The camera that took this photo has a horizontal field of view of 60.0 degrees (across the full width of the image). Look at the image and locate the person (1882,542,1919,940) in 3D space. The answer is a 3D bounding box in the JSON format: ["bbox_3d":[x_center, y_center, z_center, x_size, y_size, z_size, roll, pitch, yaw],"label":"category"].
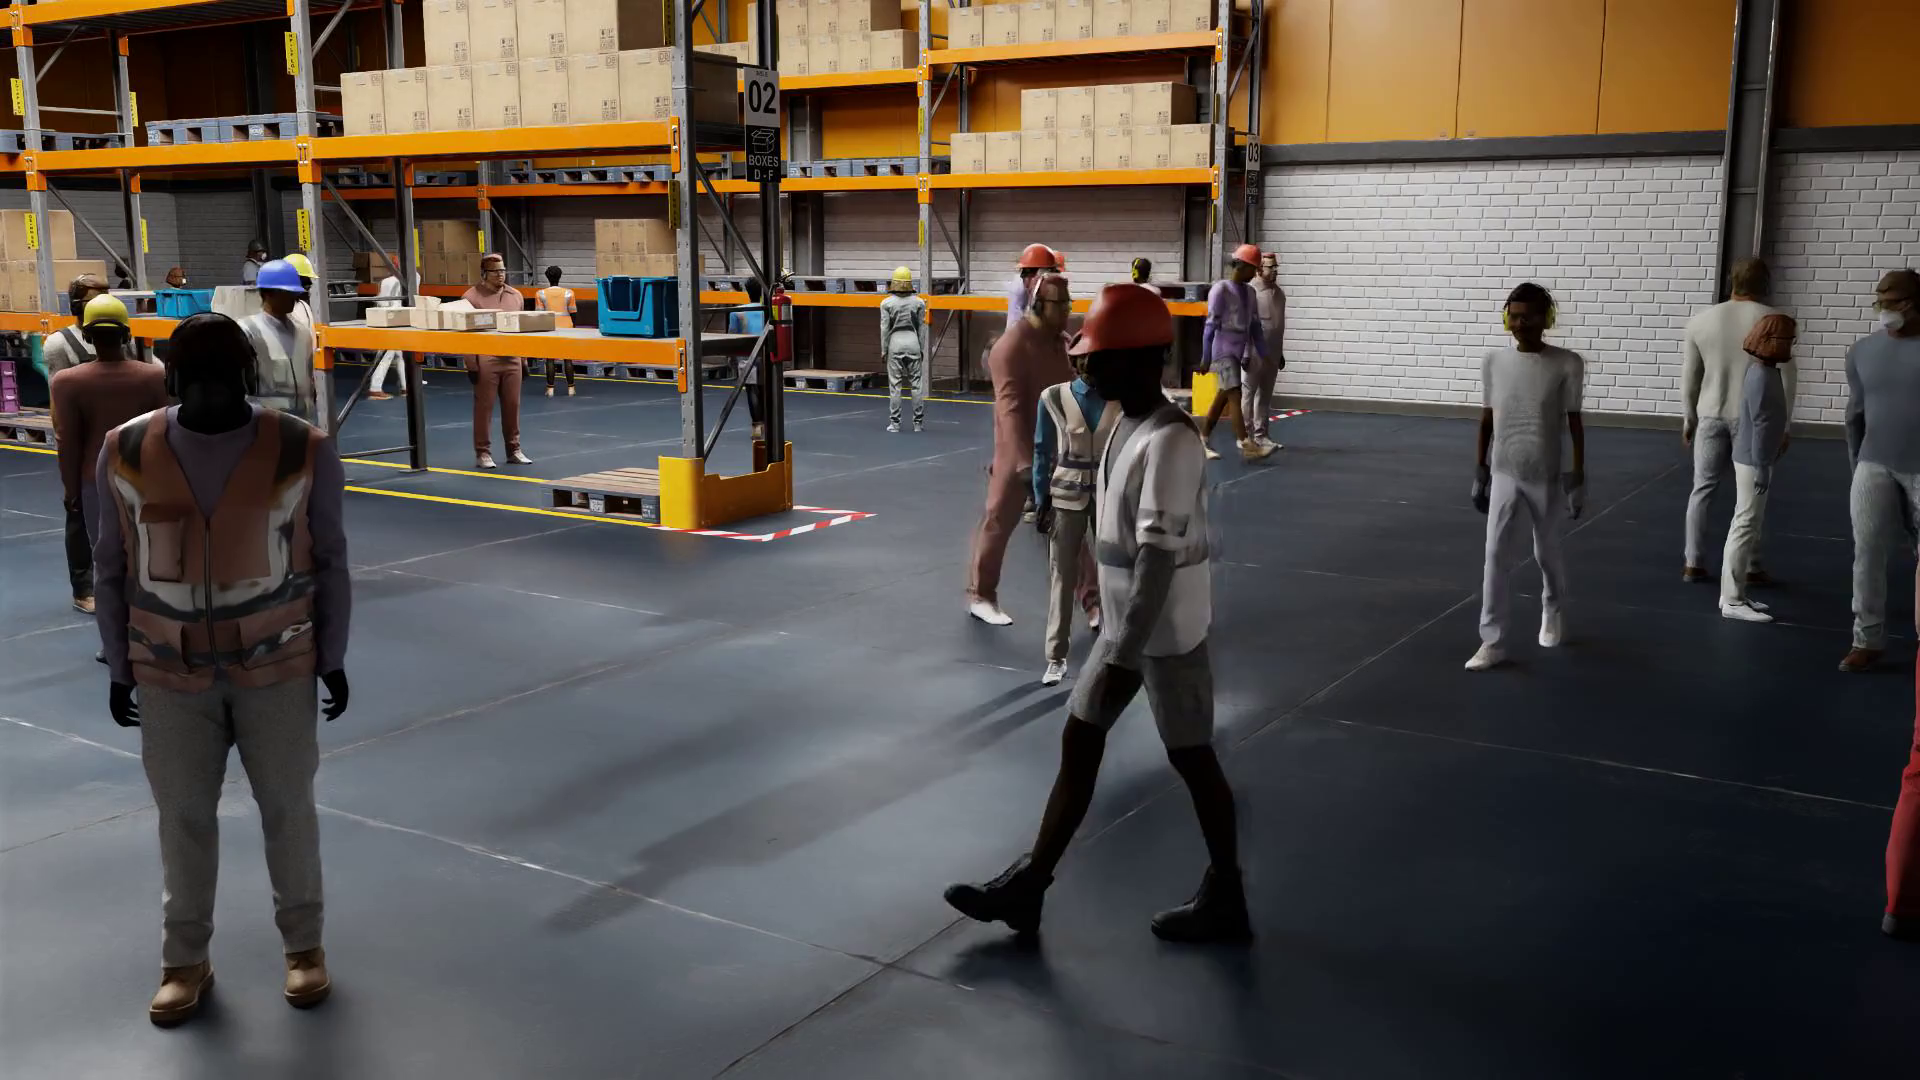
[{"bbox_3d":[2.886,0.323,4.633,0.343,1.762,0.524,-3,11,-16],"label":"person"}]

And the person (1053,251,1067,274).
[{"bbox_3d":[0.862,-2.214,18.284,1.084,1.905,0.683,4,11,21],"label":"person"}]

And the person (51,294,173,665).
[{"bbox_3d":[-4.015,-0.282,7.953,0.526,1.769,0.329,-7,12,-34],"label":"person"}]

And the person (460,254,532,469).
[{"bbox_3d":[-4.124,-1.588,14.848,0.396,1.900,0.635,9,14,41],"label":"person"}]

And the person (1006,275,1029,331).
[{"bbox_3d":[0.761,-2.136,17.857,0.732,1.909,0.662,2,10,10],"label":"person"}]

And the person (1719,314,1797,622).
[{"bbox_3d":[4.282,-0.390,8.917,0.269,1.632,0.504,4,11,23],"label":"person"}]

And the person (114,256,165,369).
[{"bbox_3d":[-10.985,-2.875,22.217,0.865,1.815,0.631,-4,11,-20],"label":"person"}]

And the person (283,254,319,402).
[{"bbox_3d":[-5.119,-1.240,12.858,0.404,1.919,0.589,1,10,3],"label":"person"}]

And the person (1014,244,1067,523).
[{"bbox_3d":[0.577,-1.122,11.974,0.395,1.994,0.612,-2,11,-13],"label":"person"}]

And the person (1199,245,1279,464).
[{"bbox_3d":[2.538,-1.688,15.169,0.927,1.971,0.633,8,13,37],"label":"person"}]

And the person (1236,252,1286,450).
[{"bbox_3d":[2.921,-1.808,16.020,0.640,1.910,0.401,-8,13,-39],"label":"person"}]

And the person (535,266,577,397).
[{"bbox_3d":[-5.213,-2.692,21.510,0.532,1.693,0.319,-3,11,-17],"label":"person"}]

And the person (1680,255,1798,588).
[{"bbox_3d":[4.543,-0.691,9.749,0.634,1.937,0.357,8,13,39],"label":"person"}]

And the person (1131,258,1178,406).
[{"bbox_3d":[2.026,-2.121,17.972,0.509,1.840,0.733,-7,13,-36],"label":"person"}]

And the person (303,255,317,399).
[{"bbox_3d":[-8.274,-2.671,21.003,0.404,1.835,0.586,7,12,33],"label":"person"}]

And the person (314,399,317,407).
[{"bbox_3d":[-8.028,-2.510,20.115,0.590,1.833,0.404,-10,14,-44],"label":"person"}]

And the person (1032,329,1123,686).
[{"bbox_3d":[0.590,-0.146,7.554,0.525,1.639,0.307,1,10,3],"label":"person"}]

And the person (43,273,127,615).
[{"bbox_3d":[-4.711,-0.525,9.086,0.328,1.842,0.516,3,11,18],"label":"person"}]

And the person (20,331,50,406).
[{"bbox_3d":[-11.050,-2.474,20.178,0.622,1.734,0.568,6,12,32],"label":"person"}]

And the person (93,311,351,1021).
[{"bbox_3d":[-1.917,0.330,4.357,0.619,1.844,0.430,-3,11,-15],"label":"person"}]

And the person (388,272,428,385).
[{"bbox_3d":[-7.733,-3.113,23.238,0.396,1.913,0.590,3,11,18],"label":"person"}]

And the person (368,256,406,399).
[{"bbox_3d":[-7.308,-2.724,21.369,0.595,1.828,0.842,9,14,41],"label":"person"}]

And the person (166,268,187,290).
[{"bbox_3d":[-10.954,-2.998,23.371,0.281,1.633,0.500,-3,11,-15],"label":"person"}]

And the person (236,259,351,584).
[{"bbox_3d":[-4.042,-0.680,9.754,0.922,1.921,0.608,6,12,29],"label":"person"}]

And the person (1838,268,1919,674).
[{"bbox_3d":[4.539,-0.344,7.941,0.913,1.903,0.637,-9,13,-40],"label":"person"}]

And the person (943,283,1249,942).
[{"bbox_3d":[0.420,0.242,4.676,0.961,1.889,0.565,-2,10,-12],"label":"person"}]

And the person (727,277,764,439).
[{"bbox_3d":[-2.108,-1.871,17.088,0.536,1.648,0.889,-4,11,-20],"label":"person"}]

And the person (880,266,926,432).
[{"bbox_3d":[-0.604,-2.011,17.593,0.483,1.745,0.306,-2,10,-11],"label":"person"}]

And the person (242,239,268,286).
[{"bbox_3d":[-11.347,-3.870,27.074,0.535,2.000,0.673,-2,10,-9],"label":"person"}]

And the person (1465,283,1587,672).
[{"bbox_3d":[2.748,-0.325,8.020,0.558,1.835,0.922,7,12,35],"label":"person"}]

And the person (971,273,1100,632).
[{"bbox_3d":[0.440,-0.432,8.543,0.675,1.848,1.015,-10,14,-44],"label":"person"}]
